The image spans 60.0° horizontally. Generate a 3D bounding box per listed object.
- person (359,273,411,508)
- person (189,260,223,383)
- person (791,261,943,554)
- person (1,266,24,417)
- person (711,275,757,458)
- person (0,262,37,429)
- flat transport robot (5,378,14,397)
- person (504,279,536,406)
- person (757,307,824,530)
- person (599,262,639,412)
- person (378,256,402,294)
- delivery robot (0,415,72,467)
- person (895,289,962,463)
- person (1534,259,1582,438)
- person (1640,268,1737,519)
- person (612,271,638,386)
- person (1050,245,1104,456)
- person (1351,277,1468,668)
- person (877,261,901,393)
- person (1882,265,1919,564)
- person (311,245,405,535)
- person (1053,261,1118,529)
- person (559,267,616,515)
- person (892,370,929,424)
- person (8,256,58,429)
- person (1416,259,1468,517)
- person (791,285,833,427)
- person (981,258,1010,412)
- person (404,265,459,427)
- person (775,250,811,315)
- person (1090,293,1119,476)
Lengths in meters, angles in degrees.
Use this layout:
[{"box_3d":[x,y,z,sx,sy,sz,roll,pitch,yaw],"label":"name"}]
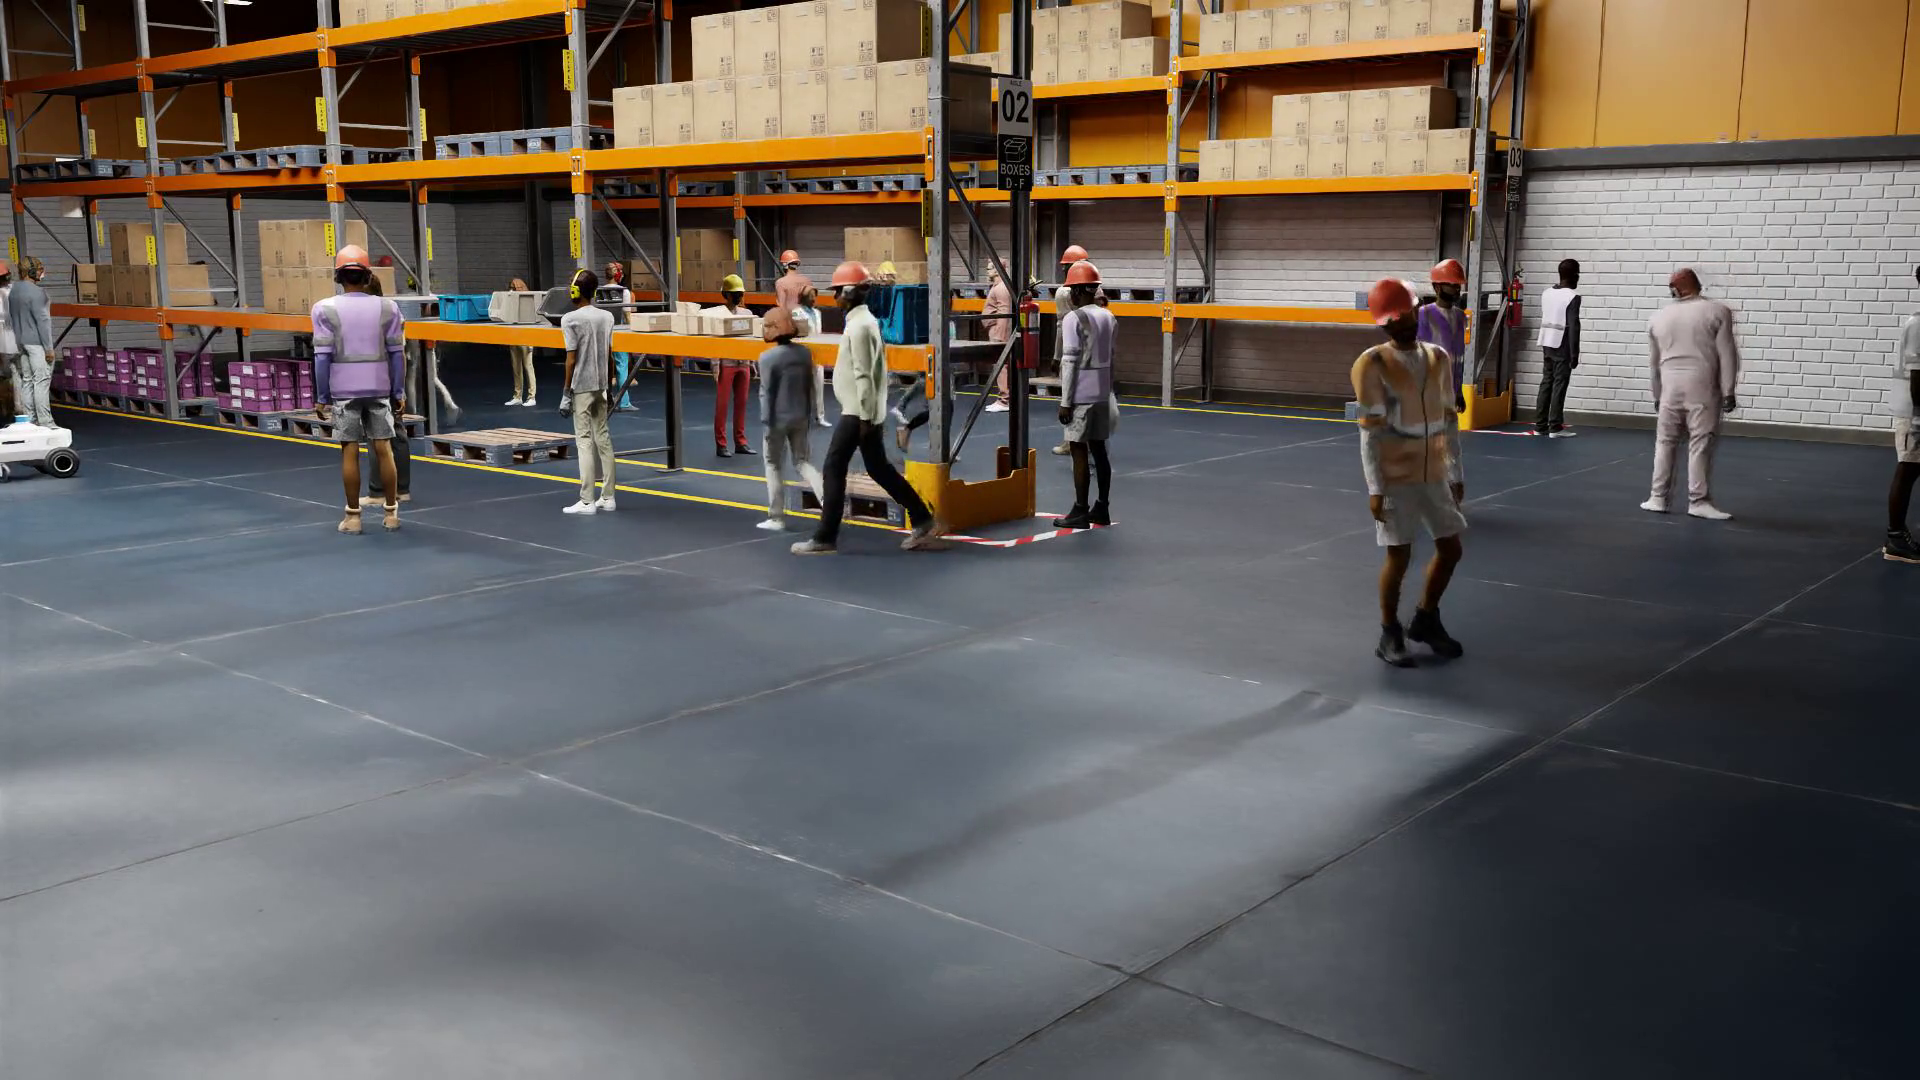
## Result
[{"box_3d":[-4.555,-1.170,13.015,0.343,1.840,0.506,7,12,33],"label":"person"},{"box_3d":[-11.480,-3.311,25.193,0.714,1.848,0.519,5,11,26],"label":"person"},{"box_3d":[-0.588,-0.864,11.000,0.977,1.948,0.634,0,10,1],"label":"person"},{"box_3d":[-11.430,-2.377,19.921,0.654,1.821,0.675,-9,13,-42],"label":"person"},{"box_3d":[-2.192,-1.690,16.186,0.316,1.767,0.535,9,14,42],"label":"person"},{"box_3d":[-10.556,-2.133,18.365,0.938,1.875,0.617,2,10,12],"label":"person"},{"box_3d":[-12.870,-2.128,22.931,0.652,0.197,1.431,3,10,16],"label":"flat transport robot"},{"box_3d":[-5.654,-2.533,21.360,0.498,1.633,0.285,6,12,30],"label":"person"},{"box_3d":[-1.191,-0.843,11.794,0.509,1.610,0.609,-10,14,-44],"label":"person"},{"box_3d":[-4.266,-2.493,20.530,0.571,1.845,0.382,5,11,26],"label":"person"},{"box_3d":[-9.830,-3.933,28.625,0.996,1.890,0.546,4,11,22],"label":"person"},{"box_3d":[-8.211,-0.851,14.589,0.707,0.478,0.477,-9,13,-42],"label":"delivery robot"},{"box_3d":[-0.281,-1.561,15.688,0.563,1.674,0.543,6,12,30],"label":"person"},{"box_3d":[6.407,-2.042,17.796,0.395,1.913,0.592,-3,10,-15],"label":"person"},{"box_3d":[5.577,-1.107,12.589,0.397,1.874,0.763,-8,13,-39],"label":"person"},{"box_3d":[-4.995,-3.106,24.446,0.532,1.697,0.319,0,10,3],"label":"person"},{"box_3d":[1.124,-1.843,16.263,0.605,2.045,0.379,-9,13,-42],"label":"person"},{"box_3d":[2.155,-0.311,8.008,0.655,1.889,0.395,-4,11,-22],"label":"person"},{"box_3d":[-1.019,-2.986,23.376,0.404,1.833,0.586,2,10,11],"label":"person"},{"box_3d":[6.228,-0.841,10.779,0.368,1.966,0.600,6,12,31],"label":"person"},{"box_3d":[-4.256,-1.056,11.787,0.616,2.041,0.383,-6,12,-32],"label":"person"},{"box_3d":[0.896,-1.046,12.060,0.386,1.932,0.545,9,13,40],"label":"person"},{"box_3d":[-2.845,-1.129,12.681,0.328,1.876,0.514,6,12,33],"label":"person"},{"box_3d":[-0.460,-2.091,18.940,0.781,1.601,0.497,5,11,26],"label":"person"},{"box_3d":[-9.942,-2.076,17.895,0.628,1.939,0.373,7,12,34],"label":"person"},{"box_3d":[3.627,-1.138,12.551,0.542,1.939,0.366,-7,12,-34],"label":"person"},{"box_3d":[-1.779,-2.086,18.868,0.674,1.615,0.521,7,12,34],"label":"person"},{"box_3d":[0.463,-2.537,20.614,0.403,1.904,0.651,1,10,3],"label":"person"},{"box_3d":[-6.062,-2.189,18.845,0.855,1.845,0.533,8,13,38],"label":"person"},{"box_3d":[-2.293,-2.949,22.704,0.375,1.995,0.611,8,13,39],"label":"person"},{"box_3d":[1.194,-1.370,14.764,0.541,1.621,0.489,-8,13,-38],"label":"person"}]
